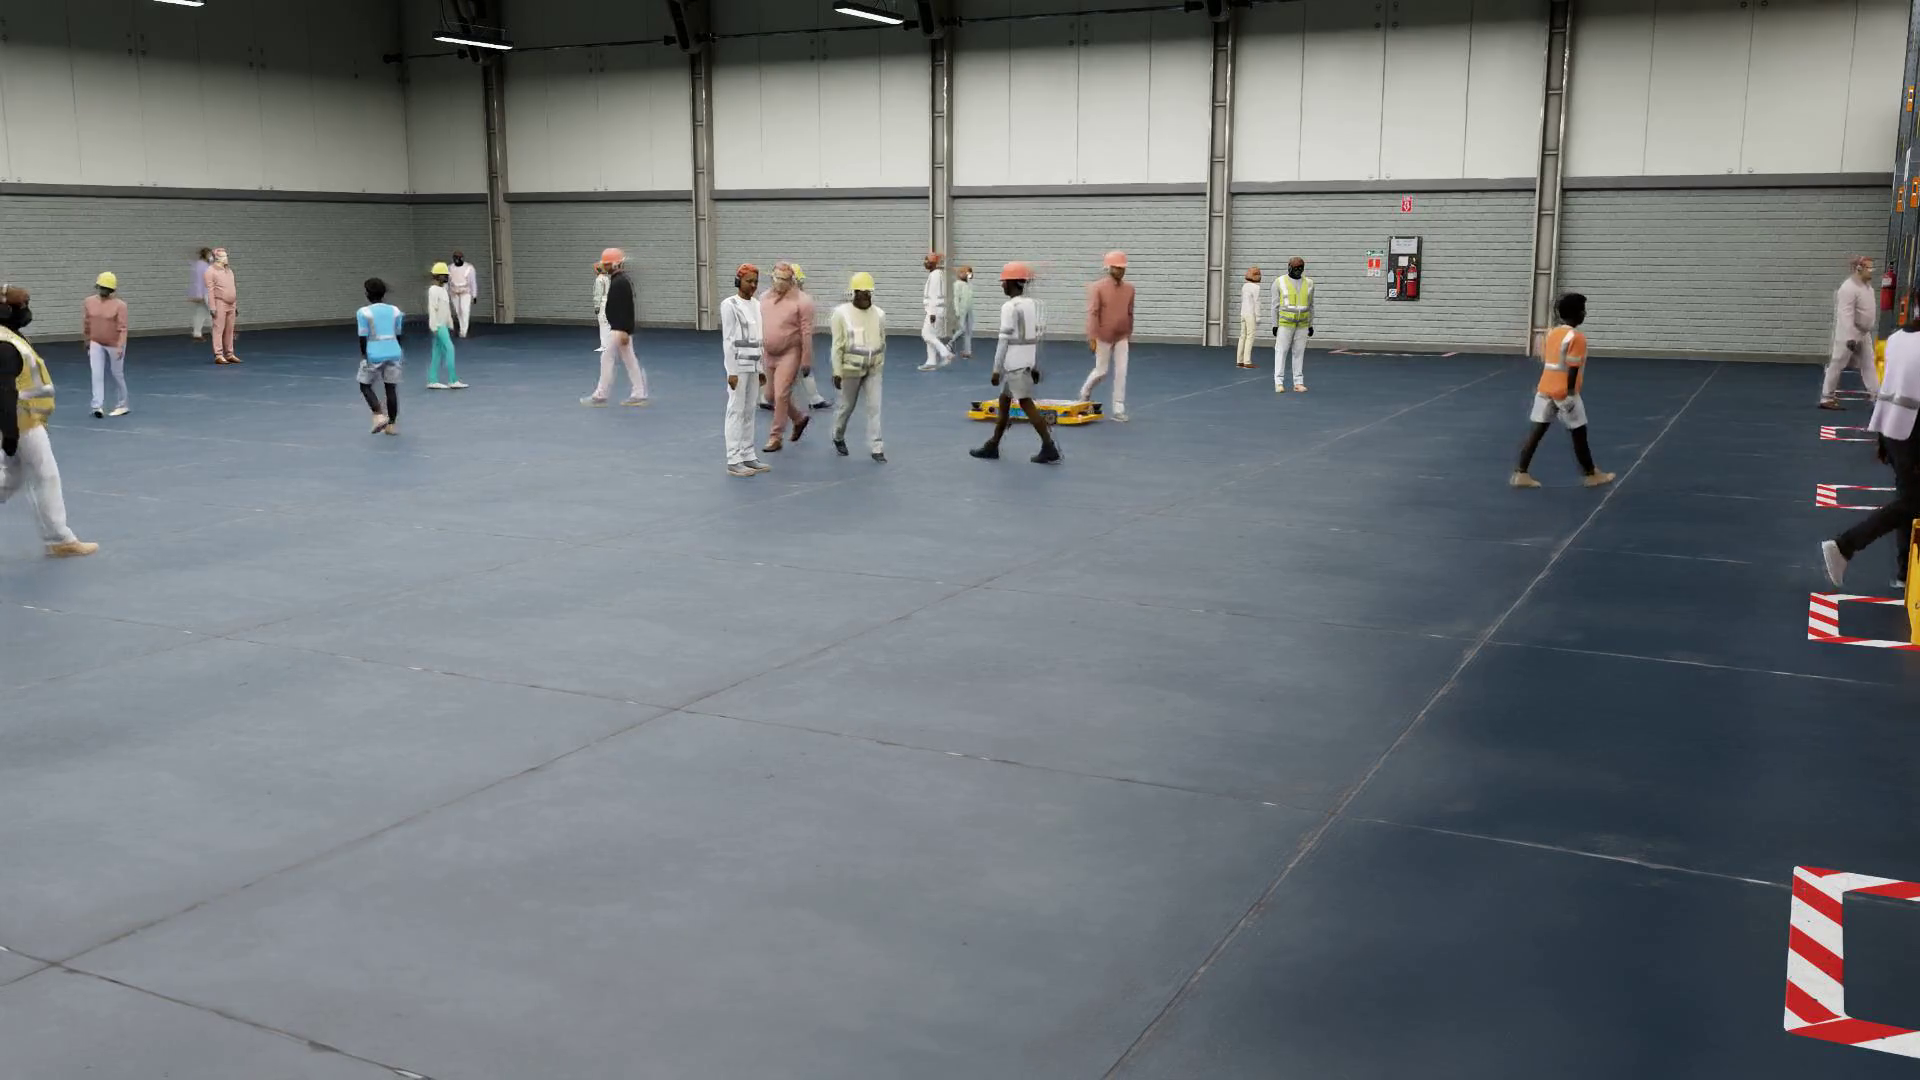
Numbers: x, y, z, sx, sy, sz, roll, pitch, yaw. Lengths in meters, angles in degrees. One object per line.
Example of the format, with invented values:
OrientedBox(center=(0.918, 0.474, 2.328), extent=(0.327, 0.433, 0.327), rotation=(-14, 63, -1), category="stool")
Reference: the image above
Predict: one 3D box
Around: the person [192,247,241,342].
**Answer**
OrientedBox(center=(-14.960, -4.895, 33.249), extent=(1.021, 1.883, 0.634), rotation=(-1, 10, -6), category="person")

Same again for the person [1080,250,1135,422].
OrientedBox(center=(1.693, -2.359, 19.192), extent=(0.632, 1.969, 0.785), rotation=(-5, 12, -26), category="person")

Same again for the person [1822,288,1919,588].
OrientedBox(center=(5.593, -0.608, 9.894), extent=(0.787, 1.888, 0.617), rotation=(0, 10, 2), category="person")

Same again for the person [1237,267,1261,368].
OrientedBox(center=(4.671, -3.572, 26.766), extent=(0.307, 1.626, 0.499), rotation=(-3, 11, -16), category="person")

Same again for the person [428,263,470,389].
OrientedBox(center=(-7.063, -2.949, 22.993), extent=(0.711, 1.741, 0.547), rotation=(-1, 10, -3), category="person")

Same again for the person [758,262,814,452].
OrientedBox(center=(-1.736, -1.831, 16.552), extent=(0.686, 1.877, 0.714), rotation=(7, 12, 32), category="person")

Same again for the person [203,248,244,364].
OrientedBox(center=(-12.248, -3.885, 27.668), extent=(0.410, 1.913, 0.651), rotation=(2, 11, 12), category="person")

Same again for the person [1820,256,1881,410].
OrientedBox(center=(10.912, -2.472, 20.060), extent=(0.677, 1.866, 0.948), rotation=(-8, 13, -37), category="person")

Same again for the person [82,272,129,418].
OrientedBox(center=(-9.953, -2.255, 19.339), extent=(0.584, 1.697, 0.889), rotation=(-1, 10, -6), category="person")

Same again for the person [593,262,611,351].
OrientedBox(center=(-6.582, -4.288, 30.610), extent=(0.307, 1.641, 0.515), rotation=(1, 10, 4), category="person")

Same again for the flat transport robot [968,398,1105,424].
OrientedBox(center=(0.878, -1.494, 19.110), extent=(1.431, 0.197, 0.652), rotation=(5, 12, 27), category="flat transport robot")

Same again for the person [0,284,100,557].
OrientedBox(center=(-6.241, -0.766, 10.919), extent=(0.841, 1.820, 0.621), rotation=(-6, 12, -29), category="person")

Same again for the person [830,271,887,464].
OrientedBox(center=(-0.973, -1.646, 15.787), extent=(0.592, 1.806, 0.881), rotation=(-5, 12, -27), category="person")

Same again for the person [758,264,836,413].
OrientedBox(center=(-2.009, -2.410, 19.972), extent=(0.953, 1.785, 0.609), rotation=(-2, 11, -9), category="person")

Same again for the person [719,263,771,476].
OrientedBox(center=(-1.920, -1.523, 14.865), extent=(0.356, 1.885, 0.573), rotation=(5, 11, 23), category="person")

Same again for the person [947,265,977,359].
OrientedBox(center=(0.053, -3.936, 28.721), extent=(0.483, 1.620, 0.513), rotation=(8, 13, 38), category="person")

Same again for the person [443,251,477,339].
OrientedBox(center=(-10.327, -5.049, 34.362), extent=(0.637, 1.795, 0.970), rotation=(0, 10, 2), category="person")

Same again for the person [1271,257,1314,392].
OrientedBox(center=(4.539, -2.929, 22.655), extent=(0.626, 1.842, 0.429), rotation=(-2, 11, -11), category="person")

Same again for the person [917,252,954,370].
OrientedBox(center=(-0.408, -3.596, 26.203), extent=(0.470, 1.870, 0.607), rotation=(-1, 10, -3), category="person")

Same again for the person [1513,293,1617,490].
OrientedBox(center=(5.074, -1.235, 13.923), extent=(0.881, 1.640, 0.549), rotation=(-2, 11, -12), category="person")

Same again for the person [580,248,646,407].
OrientedBox(center=(-4.360, -2.627, 20.654), extent=(0.907, 1.959, 0.660), rotation=(-1, 10, -7), category="person")

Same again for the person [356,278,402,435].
OrientedBox(center=(-6.167, -1.940, 17.693), extent=(0.370, 1.687, 0.536), rotation=(9, 14, 42), category="person")

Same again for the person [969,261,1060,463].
OrientedBox(center=(0.547, -1.665, 15.639), extent=(0.983, 1.892, 0.560), rotation=(5, 12, 26), category="person")
